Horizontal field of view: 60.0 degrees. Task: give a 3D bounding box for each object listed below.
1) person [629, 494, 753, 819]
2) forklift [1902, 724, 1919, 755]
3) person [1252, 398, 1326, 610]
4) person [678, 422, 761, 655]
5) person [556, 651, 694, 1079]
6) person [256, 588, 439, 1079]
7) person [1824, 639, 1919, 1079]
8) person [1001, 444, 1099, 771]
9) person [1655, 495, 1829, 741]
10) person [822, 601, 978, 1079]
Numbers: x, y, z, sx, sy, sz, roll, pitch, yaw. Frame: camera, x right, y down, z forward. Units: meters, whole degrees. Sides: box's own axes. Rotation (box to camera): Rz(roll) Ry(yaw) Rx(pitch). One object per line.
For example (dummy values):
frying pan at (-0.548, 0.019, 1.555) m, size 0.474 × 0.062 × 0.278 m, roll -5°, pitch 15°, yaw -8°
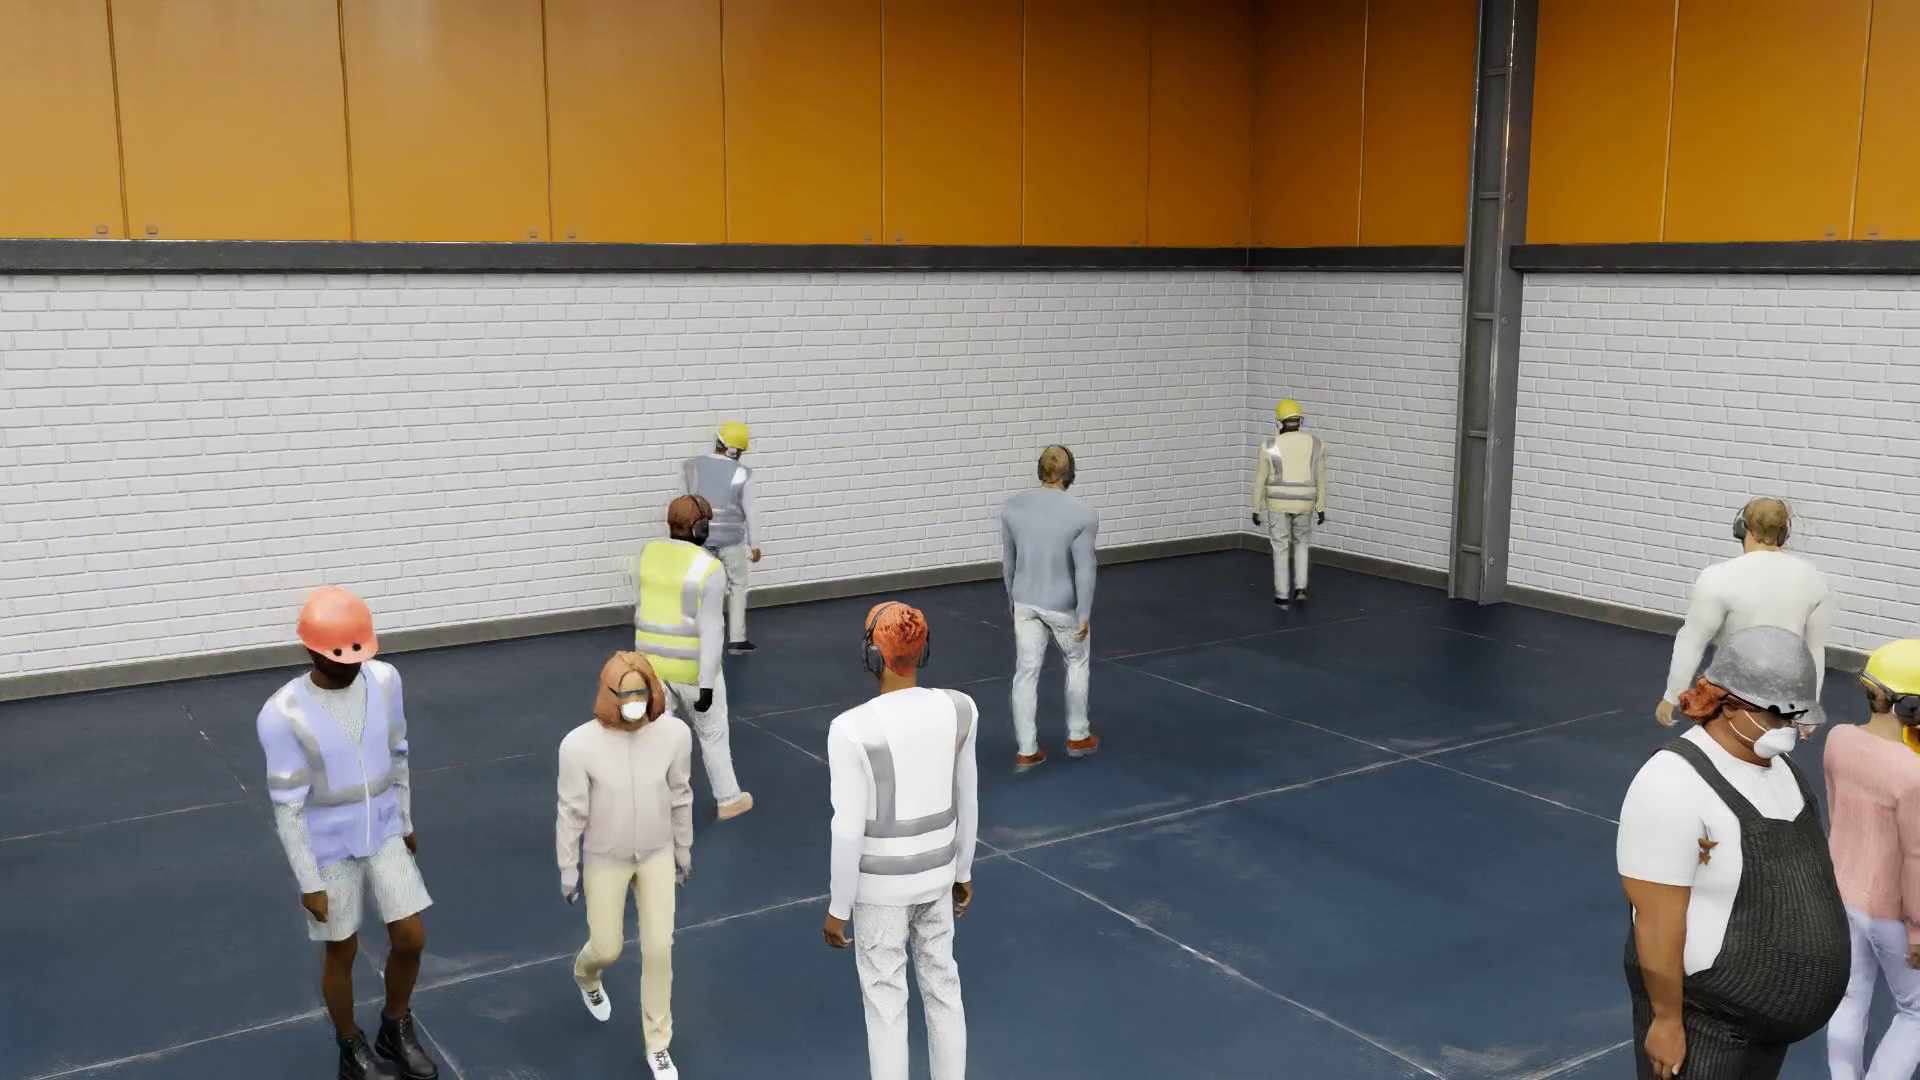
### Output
person at (-1.464, 0.660, 8.603) m, size 0.615 × 1.797 × 0.961 m, roll 5°, pitch 11°, yaw 26°
forklift at (5.511, 0.571, 7.906) m, size 2.313 × 2.155 × 1.214 m, roll -6°, pitch 11°, yaw -33°
person at (2.812, -0.305, 14.290) m, size 0.626 × 1.818 × 0.451 m, roll -1°, pitch 9°, yaw -5°
person at (-1.825, 0.001, 12.607) m, size 0.640 × 1.789 × 0.419 m, roll 1°, pitch 9°, yaw 4°
person at (-1.258, 1.157, 6.145) m, size 0.511 × 1.608 × 0.624 m, roll -5°, pitch 11°, yaw -28°
person at (-2.114, 1.073, 5.800) m, size 0.544 × 1.888 × 0.603 m, roll 8°, pitch 12°, yaw 39°
person at (3.048, 1.187, 5.502) m, size 0.357 × 1.766 × 0.547 m, roll -1°, pitch 10°, yaw -8°
person at (0.556, 0.383, 9.905) m, size 0.654 × 1.911 × 0.793 m, roll 4°, pitch 10°, yaw 25°
person at (3.607, 0.737, 7.761) m, size 0.657 × 1.900 × 0.786 m, roll -3°, pitch 10°, yaw -18°
person at (-0.189, 1.131, 5.465) m, size 0.585 × 1.882 × 0.337 m, roll -7°, pitch 12°, yaw -38°
